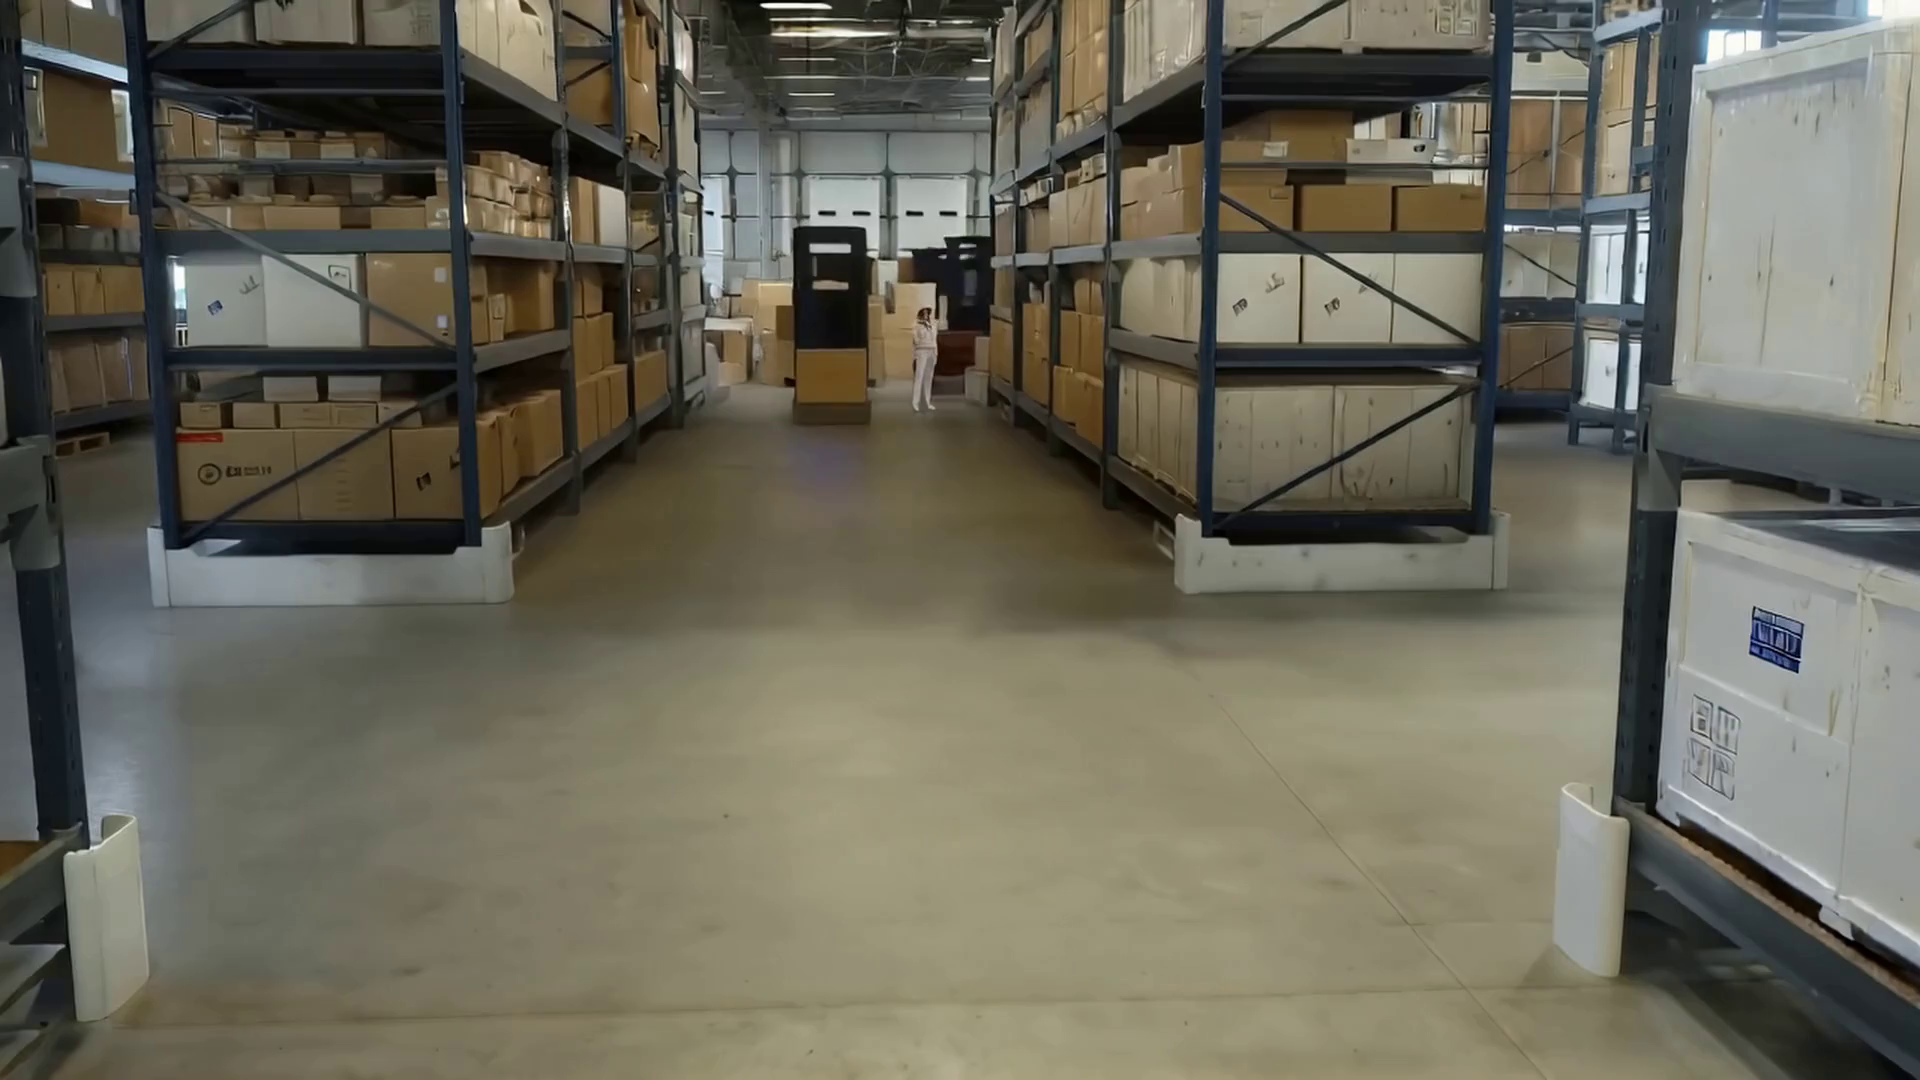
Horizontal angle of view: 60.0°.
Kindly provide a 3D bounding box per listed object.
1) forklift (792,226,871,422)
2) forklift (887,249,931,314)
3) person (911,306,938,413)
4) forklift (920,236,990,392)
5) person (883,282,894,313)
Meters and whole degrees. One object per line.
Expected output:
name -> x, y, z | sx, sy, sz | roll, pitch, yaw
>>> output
forklift -> -1.874, -3.156, 24.148 | 1.129, 2.768, 1.873 | -1, 9, -4
forklift -> -1.021, -6.480, 45.020 | 1.873, 2.768, 1.129 | -2, 9, -12
person -> -0.546, -2.794, 25.762 | 0.522, 1.638, 0.310 | -9, 12, -43
forklift -> 0.146, -4.169, 30.509 | 1.129, 2.768, 1.873 | 8, 12, 40
person -> -2.170, -7.007, 51.367 | 0.509, 1.932, 0.669 | -6, 11, -35
